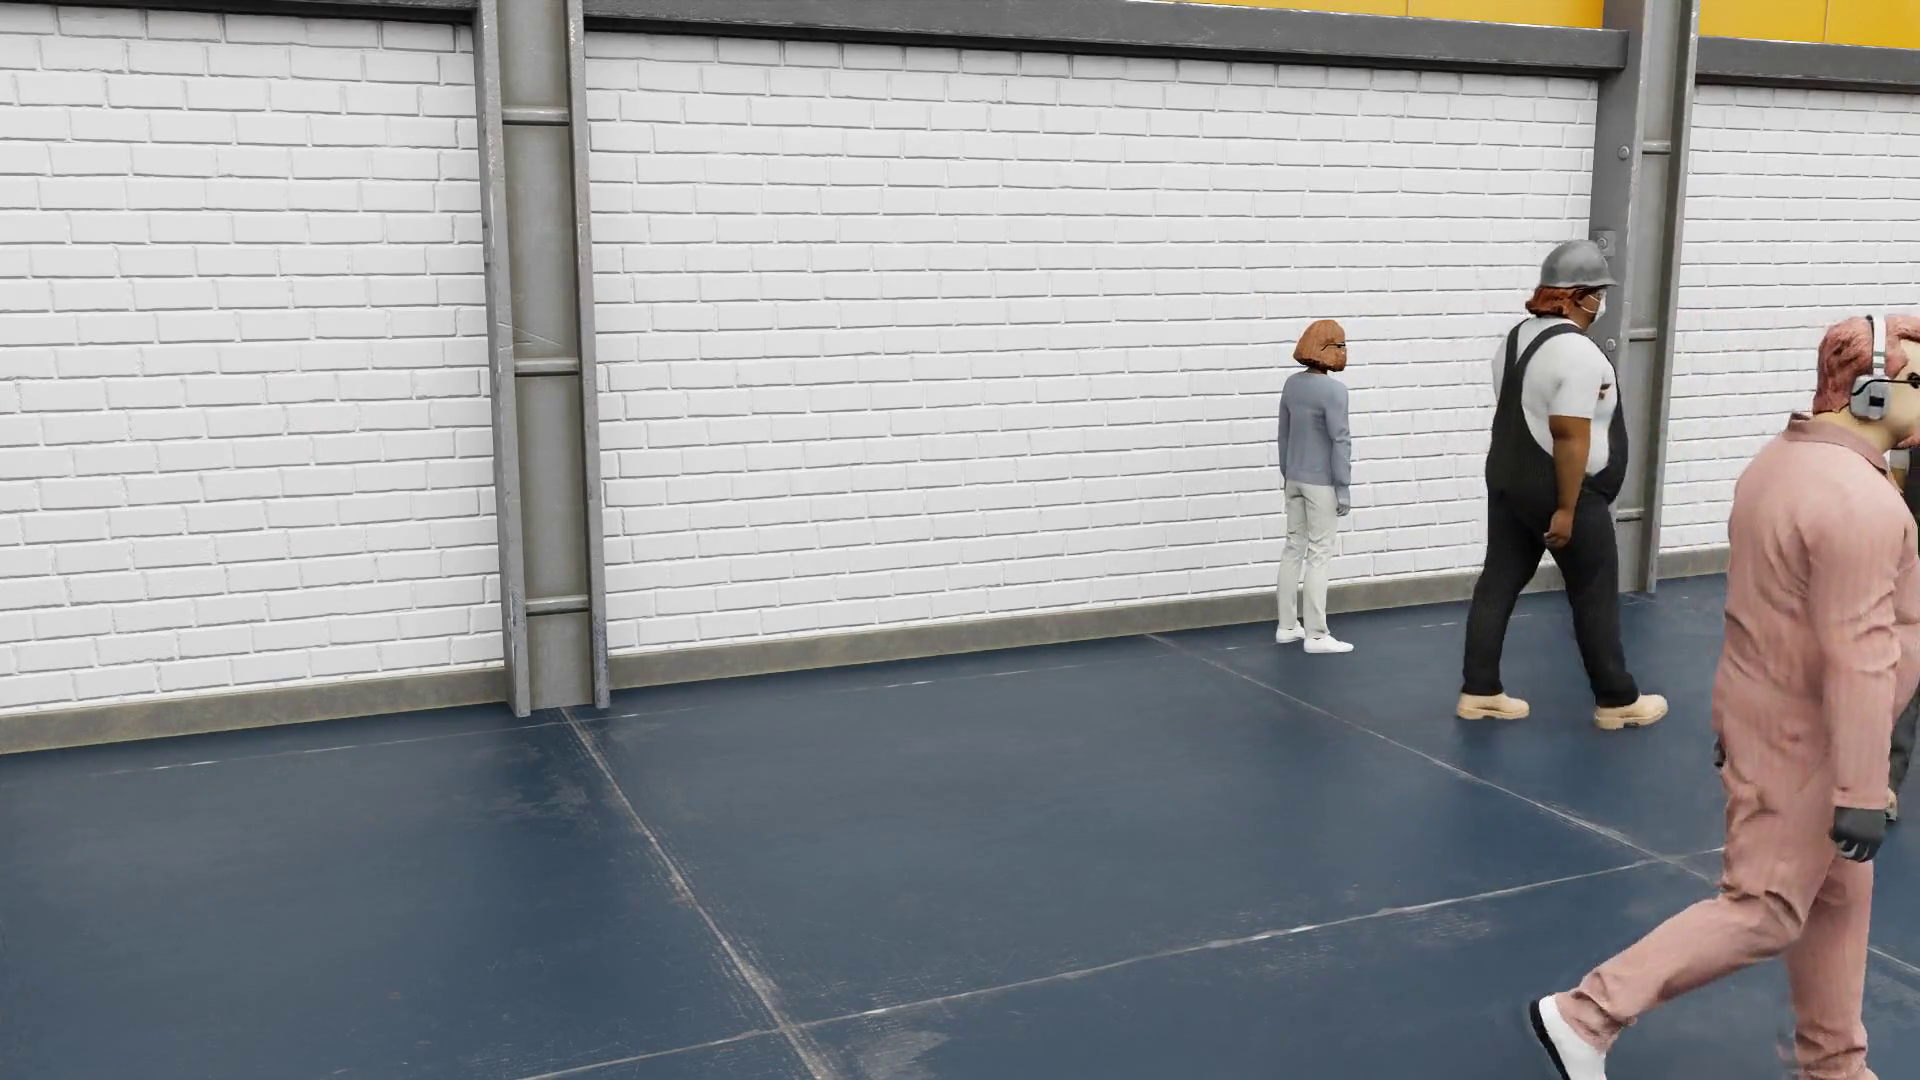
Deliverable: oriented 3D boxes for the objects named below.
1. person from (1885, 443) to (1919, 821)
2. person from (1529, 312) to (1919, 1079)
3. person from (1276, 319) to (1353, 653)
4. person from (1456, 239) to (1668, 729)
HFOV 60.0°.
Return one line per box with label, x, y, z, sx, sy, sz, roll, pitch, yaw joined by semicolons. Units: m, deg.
person;3.464;0.085;5.812;0.533;1.790;0.953;10;14;43
person;1.784;0.431;3.699;0.863;1.876;0.654;2;11;13
person;1.751;-0.266;8.187;0.267;1.632;0.509;-4;11;-23
person;2.532;-0.234;6.889;0.922;2.000;0.681;-2;11;-13
